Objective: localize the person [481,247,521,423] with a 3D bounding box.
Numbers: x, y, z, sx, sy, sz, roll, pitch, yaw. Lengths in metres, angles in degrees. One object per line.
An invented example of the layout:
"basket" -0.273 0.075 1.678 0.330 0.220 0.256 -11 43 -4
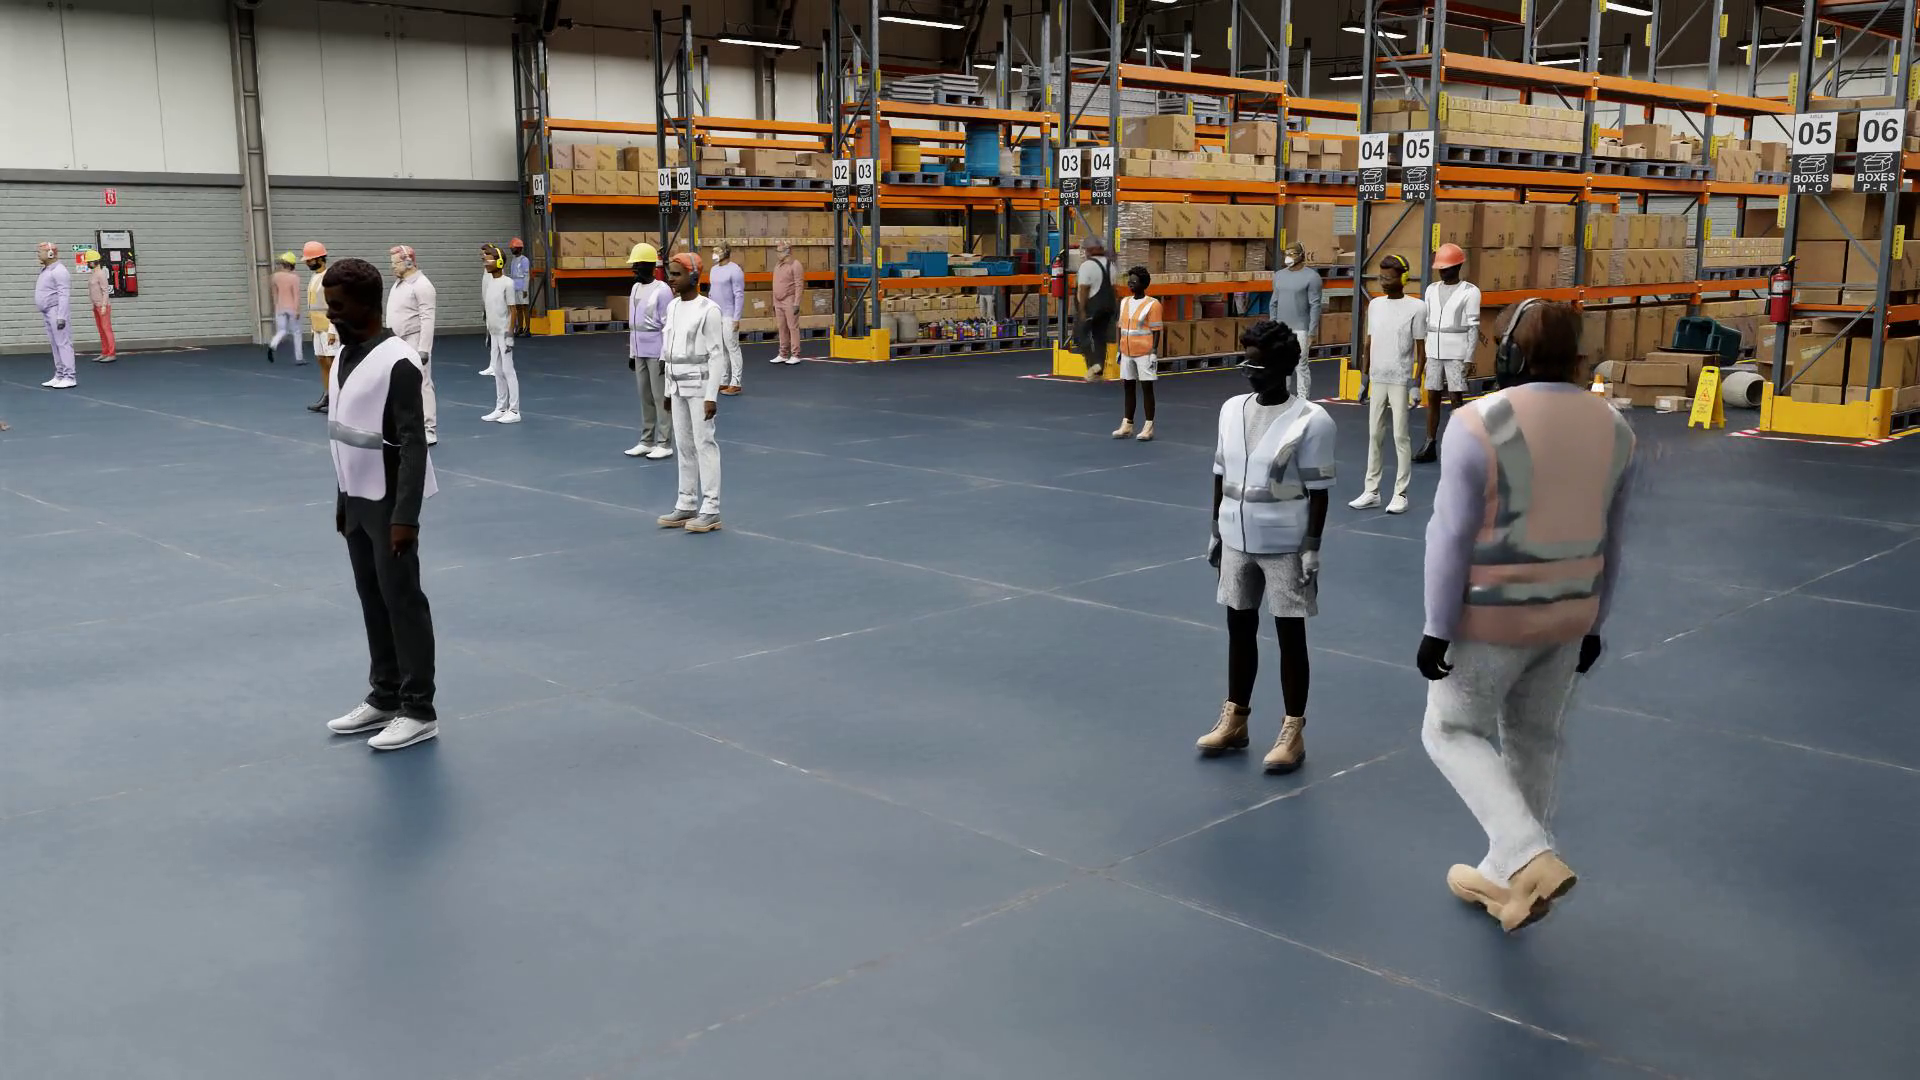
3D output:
"person" -4.959 -2.205 17.915 0.328 1.873 0.520 -10 14 -43

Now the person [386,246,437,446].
"person" -5.262 -1.850 15.901 0.407 1.902 0.639 -10 14 -43

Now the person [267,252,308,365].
"person" -10.382 -3.558 25.611 0.523 1.746 0.628 3 11 15

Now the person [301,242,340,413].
"person" -7.234 -2.407 18.862 0.373 1.928 0.543 -10 14 -43

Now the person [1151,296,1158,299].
"person" 4.098 -5.504 36.110 0.528 1.793 0.993 9 14 40

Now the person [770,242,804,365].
"person" -2.726 -3.706 26.024 0.407 1.902 0.639 -10 14 -43

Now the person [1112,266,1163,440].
"person" 1.753 -1.842 16.406 0.320 1.697 0.532 -10 14 -43

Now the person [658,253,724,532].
"person" -1.836 -1.006 11.345 0.355 1.883 0.574 -10 14 -43

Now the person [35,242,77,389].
"person" -11.973 -2.968 21.975 0.407 1.910 0.639 -10 14 -43

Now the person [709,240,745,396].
"person" -2.966 -2.805 21.003 0.371 1.940 0.627 -10 14 -43

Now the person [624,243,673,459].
"person" -2.808 -1.702 15.014 0.369 1.928 0.586 -10 14 -43

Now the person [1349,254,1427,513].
"person" 3.133 -1.137 12.112 0.328 1.865 0.520 -10 14 -43

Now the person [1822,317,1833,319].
"person" 13.463 -3.643 25.520 0.612 1.964 0.877 6 12 30

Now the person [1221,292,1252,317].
"person" 4.704 -4.201 28.325 0.377 2.045 0.605 -10 14 -43

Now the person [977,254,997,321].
"person" 0.519 -4.807 32.747 0.279 1.634 0.499 -10 14 -43

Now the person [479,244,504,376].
"person" -6.704 -3.294 23.853 0.328 1.873 0.520 -10 14 -43

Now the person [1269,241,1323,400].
"person" 3.618 -2.267 18.069 0.371 1.940 0.627 -10 14 -43

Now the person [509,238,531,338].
"person" -8.705 -4.975 32.834 0.361 1.939 0.543 -10 14 -43

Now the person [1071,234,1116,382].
"person" 1.823 -3.175 22.856 0.695 2.000 0.537 -10 14 -43

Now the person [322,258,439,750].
"person" -2.288 -0.146 6.576 0.391 1.914 0.587 -10 14 -43

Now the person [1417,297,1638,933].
"person" 1.607 0.235 4.724 0.646 1.830 0.536 -4 11 -21

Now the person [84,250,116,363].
"person" -13.661 -3.702 26.391 0.327 1.760 0.524 -10 14 -43

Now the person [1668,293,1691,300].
"person" 13.150 -4.442 30.245 0.403 1.822 0.589 -10 14 -43

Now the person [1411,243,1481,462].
"person" 4.270 -1.629 14.618 0.373 1.928 0.543 -10 14 -43

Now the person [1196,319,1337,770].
"person" 1.158 0.015 6.295 0.320 1.692 0.532 -10 14 -43

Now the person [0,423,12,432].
"person" -10.229 -2.007 16.752 0.929 1.910 0.623 -6 12 -30
